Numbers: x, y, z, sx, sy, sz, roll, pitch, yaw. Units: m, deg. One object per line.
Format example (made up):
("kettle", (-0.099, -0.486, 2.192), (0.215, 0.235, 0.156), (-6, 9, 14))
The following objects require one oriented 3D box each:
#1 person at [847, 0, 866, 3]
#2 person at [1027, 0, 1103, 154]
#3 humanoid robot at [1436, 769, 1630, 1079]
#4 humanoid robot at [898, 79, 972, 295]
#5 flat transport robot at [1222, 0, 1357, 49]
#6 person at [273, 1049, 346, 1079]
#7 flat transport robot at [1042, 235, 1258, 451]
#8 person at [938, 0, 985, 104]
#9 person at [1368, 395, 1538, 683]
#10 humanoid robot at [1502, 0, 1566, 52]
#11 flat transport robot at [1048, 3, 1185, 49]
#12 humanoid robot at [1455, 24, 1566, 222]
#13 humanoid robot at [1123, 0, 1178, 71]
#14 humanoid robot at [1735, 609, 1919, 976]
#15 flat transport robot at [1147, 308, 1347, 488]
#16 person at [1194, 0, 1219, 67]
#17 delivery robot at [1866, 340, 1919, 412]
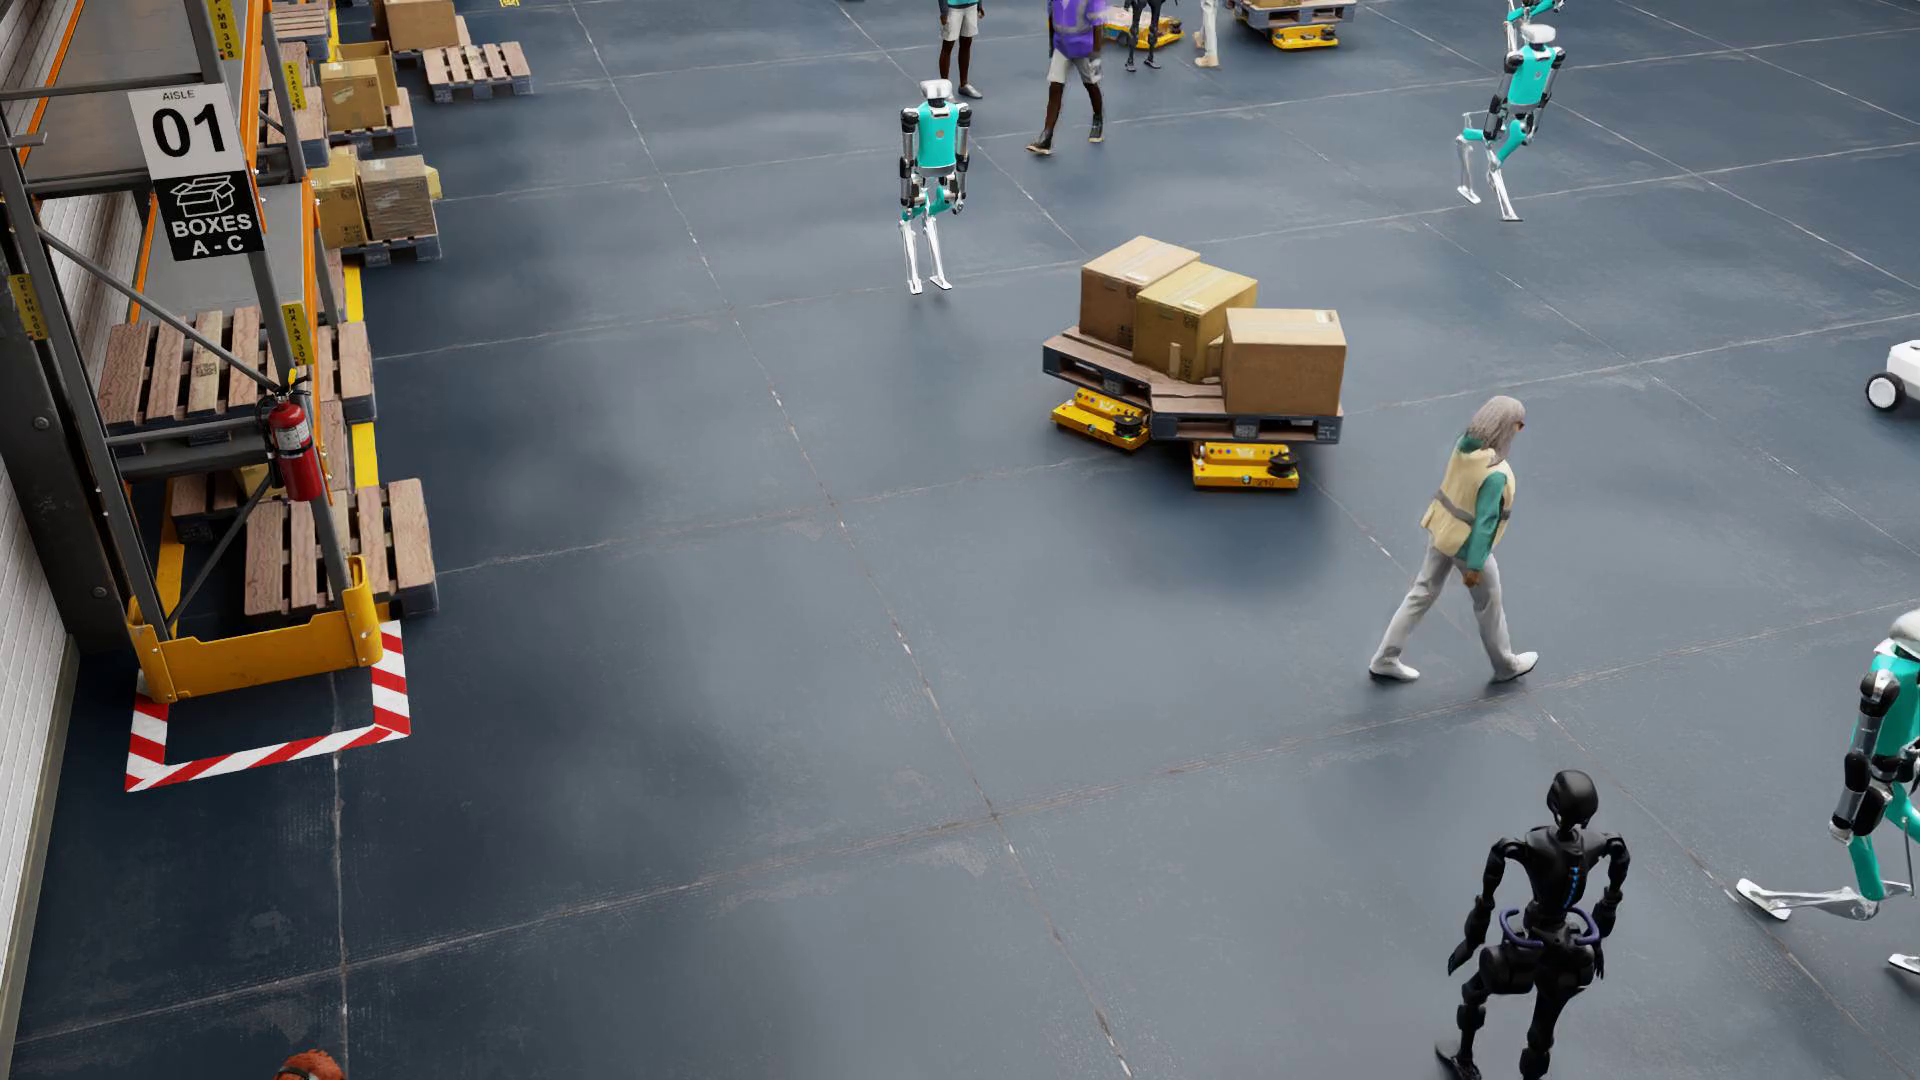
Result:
("person", (-1.283, -7.304, 19.644), (0.701, 1.822, 0.597), (12, 35, 17))
("person", (1.044, -4.532, 15.317), (0.683, 1.900, 1.043), (21, 39, 29))
("humanoid robot", (2.161, 1.517, 6.248), (0.589, 1.641, 0.483), (-2, 33, -4))
("humanoid robot", (-0.254, -2.711, 12.550), (0.533, 1.677, 0.735), (-11, 35, -16))
("flat transport robot", (3.681, -5.862, 18.850), (0.659, 0.231, 1.431), (-8, 34, -11))
("person", (-1.777, 2.201, 5.006), (0.575, 1.881, 0.350), (7, 34, 11))
("flat transport robot", (1.323, -1.058, 11.482), (0.659, 0.231, 1.431), (24, 40, 32))
("person", (-0.010, -5.335, 16.512), (0.553, 1.941, 0.426), (-22, 39, -30))
("person", (2.605, 0.022, 8.551), (0.901, 1.651, 0.477), (-7, 34, -10))
("humanoid robot", (5.915, -5.672, 17.091), (0.533, 1.677, 0.735), (-11, 35, -16))
("flat transport robot", (1.762, -5.823, 18.789), (1.431, 0.231, 0.659), (24, 40, 32))
("humanoid robot", (4.502, -3.509, 13.891), (0.530, 1.714, 1.048), (-11, 35, -16))
("humanoid robot", (1.992, -5.771, 17.407), (0.599, 1.657, 0.315), (-11, 35, -16))
("humanoid robot", (3.922, 1.139, 6.830), (0.550, 1.771, 1.083), (-24, 40, -32))
("flat transport robot", (1.841, -0.788, 11.067), (0.659, 0.231, 1.431), (2, 33, 2))
("person", (2.670, -6.041, 17.728), (0.503, 1.808, 0.966), (-10, 34, -14))
("delivery robot", (6.613, -1.057, 11.210), (0.499, 0.587, 0.789), (-15, 36, -21))
